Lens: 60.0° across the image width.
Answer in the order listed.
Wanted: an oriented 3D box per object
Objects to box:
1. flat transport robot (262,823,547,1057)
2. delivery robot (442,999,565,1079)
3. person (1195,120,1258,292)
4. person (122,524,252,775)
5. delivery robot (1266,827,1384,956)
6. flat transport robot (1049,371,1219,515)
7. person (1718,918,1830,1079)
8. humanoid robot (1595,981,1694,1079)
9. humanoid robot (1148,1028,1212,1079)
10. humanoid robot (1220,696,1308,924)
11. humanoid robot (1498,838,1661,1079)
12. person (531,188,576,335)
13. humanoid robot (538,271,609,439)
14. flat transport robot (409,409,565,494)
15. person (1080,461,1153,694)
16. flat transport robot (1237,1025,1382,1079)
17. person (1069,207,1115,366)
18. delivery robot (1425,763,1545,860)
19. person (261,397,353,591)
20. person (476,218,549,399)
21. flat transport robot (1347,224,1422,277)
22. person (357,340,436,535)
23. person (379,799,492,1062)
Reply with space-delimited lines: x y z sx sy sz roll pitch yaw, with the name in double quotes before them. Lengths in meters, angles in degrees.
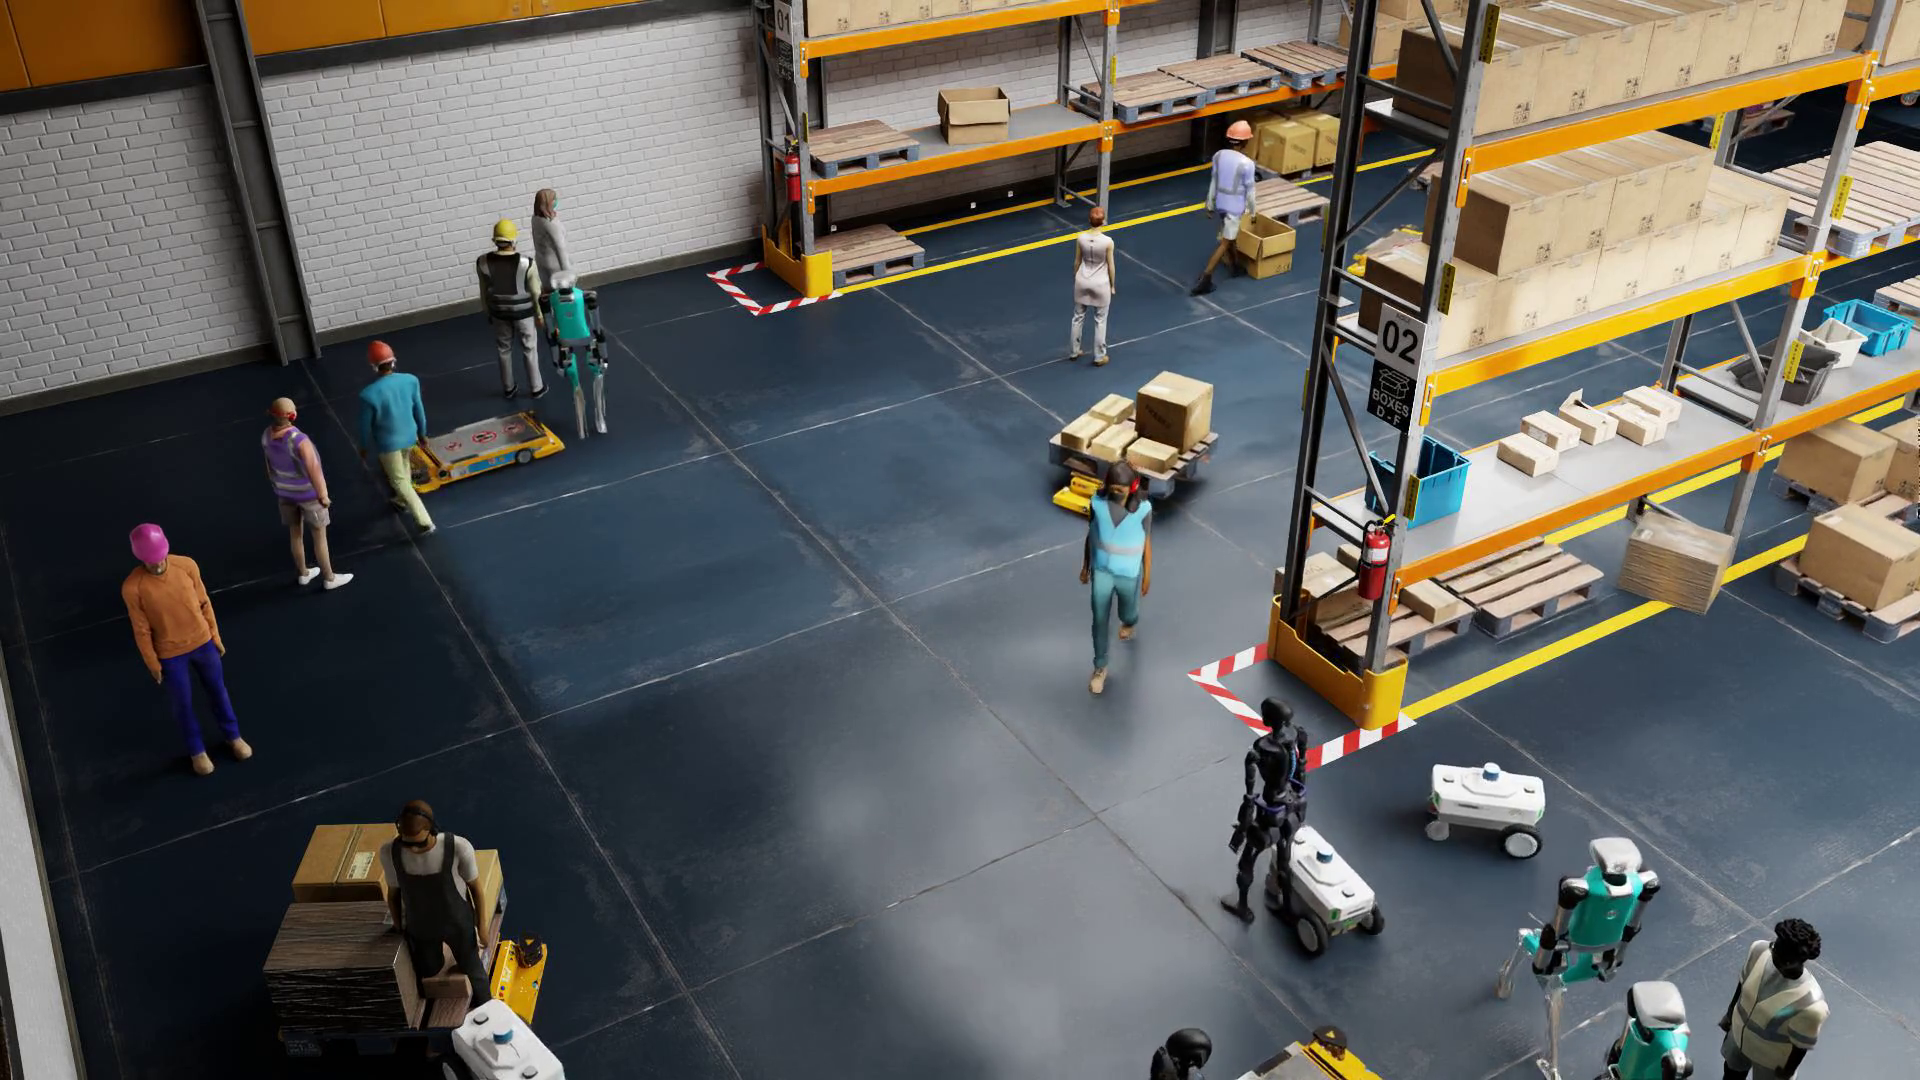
"flat transport robot" -3.229 2.651 9.855 1.431 0.231 0.659 -1 32 -2
"delivery robot" -2.503 2.888 9.219 0.524 0.606 0.777 -27 41 -36
"person" 2.987 -3.717 18.493 0.985 1.895 0.545 -23 39 -32
"person" -5.300 0.725 11.331 0.516 1.973 0.402 -27 41 -36
"delivery robot" 2.264 2.177 10.362 0.499 0.614 0.792 -14 35 -21
"flat transport robot" 1.505 -0.599 15.039 0.659 0.231 1.431 21 38 29
"person" 4.146 2.600 8.595 0.320 1.693 0.532 -8 33 -13
"humanoid robot" 3.063 2.879 8.133 0.688 1.820 0.548 -1 32 -1
"humanoid robot" 0.988 2.991 7.994 0.382 1.647 0.584 -12 34 -18
"humanoid robot" 1.917 1.664 10.120 0.611 1.645 0.399 -24 39 -33
"humanoid robot" 3.333 2.142 9.318 0.530 1.771 0.991 -4 32 -7
"person" -4.221 -2.865 17.339 0.493 1.659 0.338 27 41 36
"humanoid robot" -3.526 -1.724 15.513 0.555 1.843 0.756 -2 32 -4
"flat transport robot" -4.469 -0.834 15.414 1.431 0.231 0.659 -21 38 -29
"person" 1.168 0.187 12.316 0.532 1.838 0.783 9 33 14
"flat transport robot" 1.725 3.194 8.991 1.431 0.231 0.659 -21 38 -30
"person" 1.353 -2.574 16.887 0.437 1.651 0.287 14 35 21
"delivery robot" 3.494 1.745 11.034 0.801 0.597 0.499 6 33 10
"person" -5.280 -0.366 13.325 0.494 1.692 0.341 11 34 17
"person" -4.344 -2.239 16.196 0.596 1.825 0.406 1 32 1
"flat transport robot" 5.141 -3.314 19.369 0.659 0.231 1.431 23 39 32
"person" -4.789 -0.877 14.118 0.805 1.723 0.572 20 37 29
"person" -2.866 2.144 9.186 0.514 1.839 0.332 -2 32 -4
